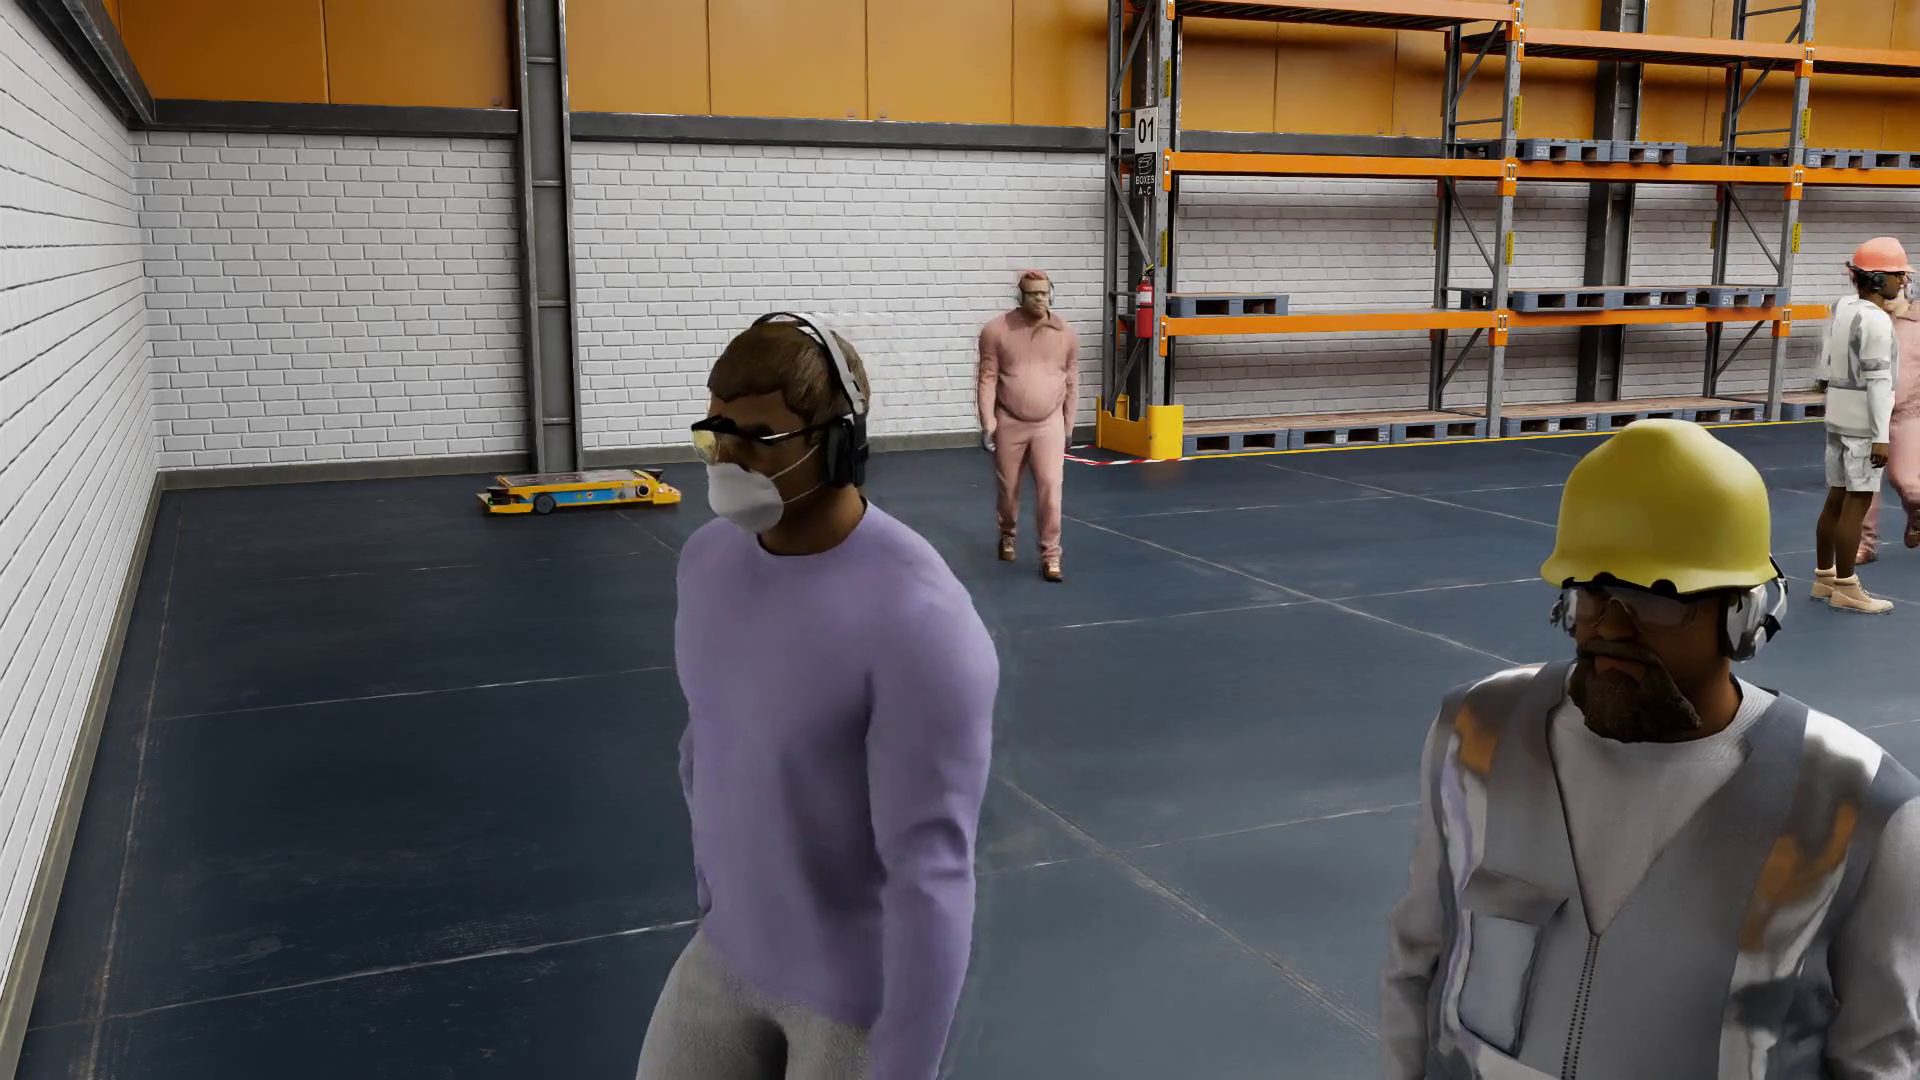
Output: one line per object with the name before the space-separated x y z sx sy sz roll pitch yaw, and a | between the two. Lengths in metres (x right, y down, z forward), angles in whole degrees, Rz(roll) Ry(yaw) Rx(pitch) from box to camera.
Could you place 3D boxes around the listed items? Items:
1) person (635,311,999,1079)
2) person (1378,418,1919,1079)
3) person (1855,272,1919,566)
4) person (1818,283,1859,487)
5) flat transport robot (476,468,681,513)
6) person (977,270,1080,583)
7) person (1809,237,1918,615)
person | -0.268 0.655 2.312 0.570 1.926 0.662 -10 14 -43
person | 0.755 0.771 1.944 0.589 1.833 0.404 8 13 37
person | 5.857 -0.782 10.460 0.634 1.883 0.669 -9 13 -40
person | 7.449 -1.353 13.692 0.628 1.859 0.609 -3 11 -18
flat transport robot | -2.924 -0.386 12.739 1.431 0.197 0.652 -5 11 -24
person | 0.415 -0.728 10.239 0.642 1.863 0.991 -1 10 -4
person | 4.949 -0.620 9.111 0.373 2.044 0.608 1 10 8
